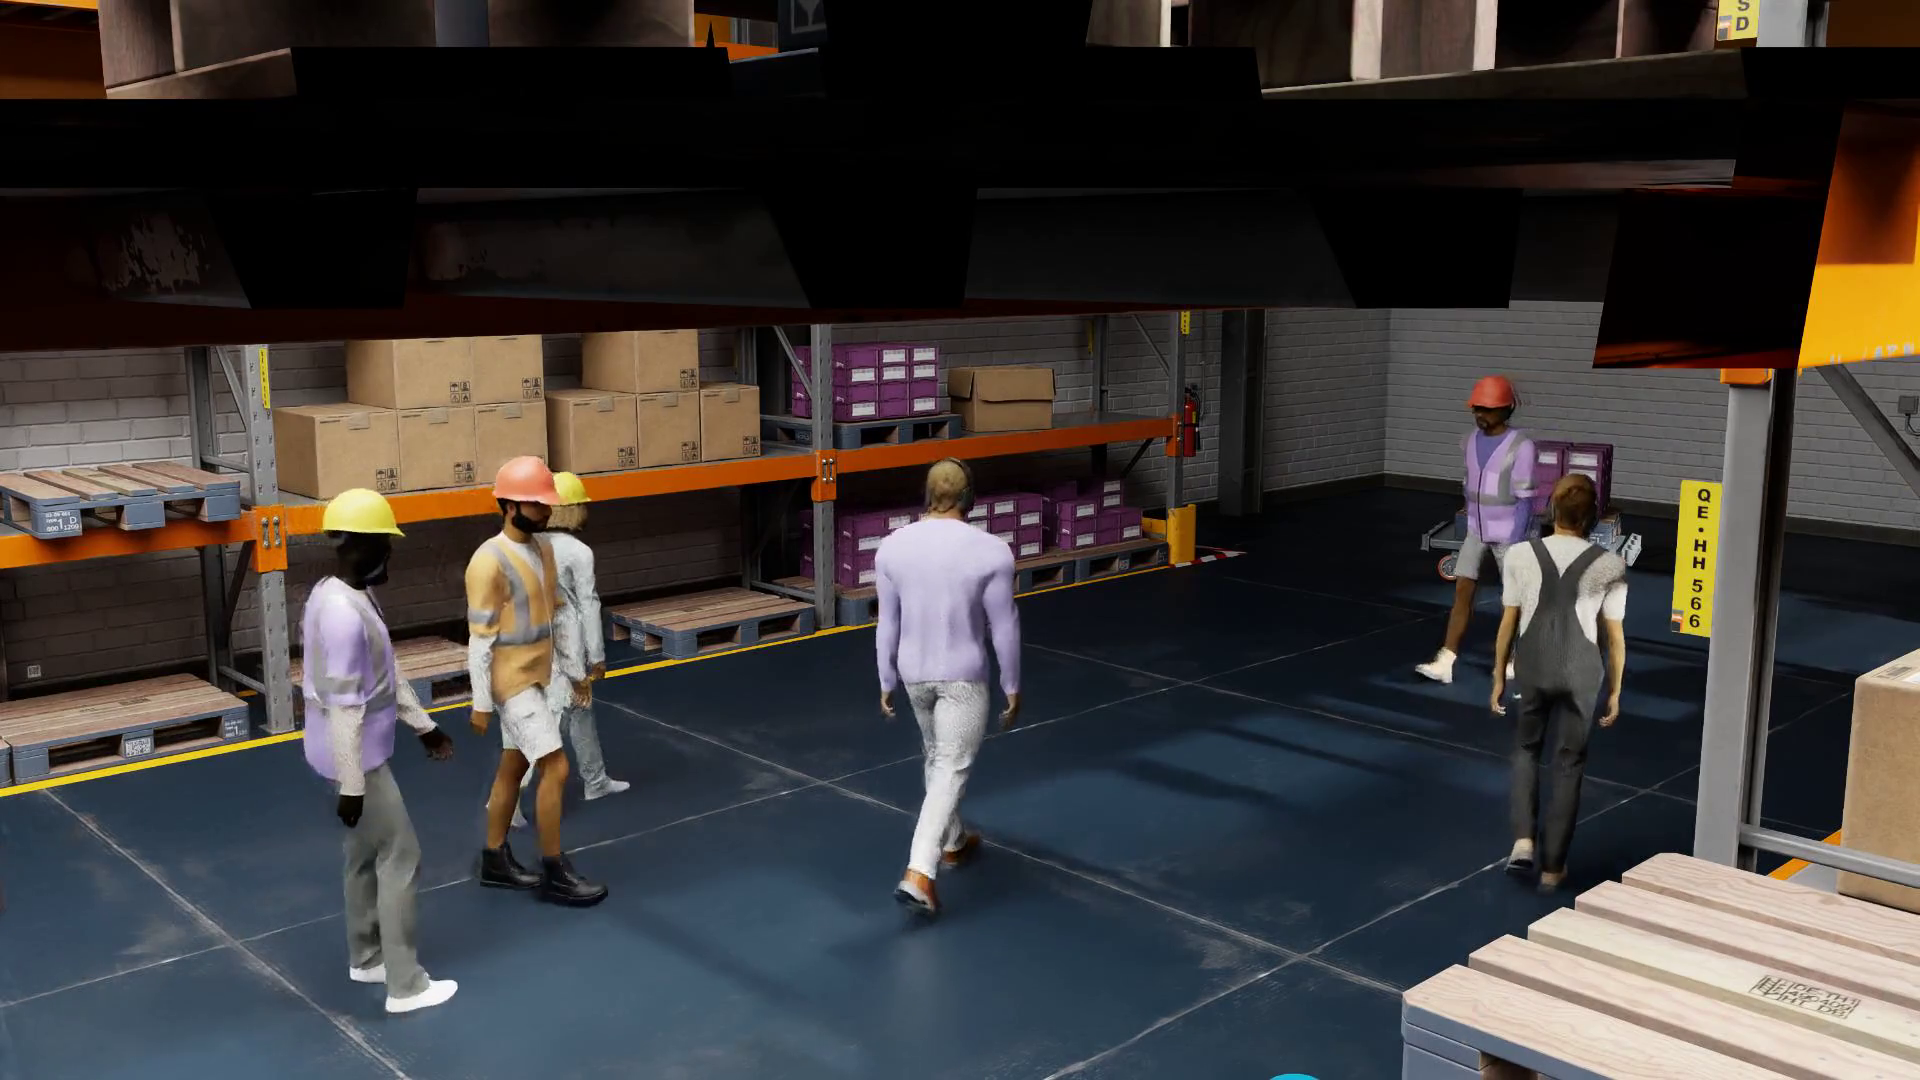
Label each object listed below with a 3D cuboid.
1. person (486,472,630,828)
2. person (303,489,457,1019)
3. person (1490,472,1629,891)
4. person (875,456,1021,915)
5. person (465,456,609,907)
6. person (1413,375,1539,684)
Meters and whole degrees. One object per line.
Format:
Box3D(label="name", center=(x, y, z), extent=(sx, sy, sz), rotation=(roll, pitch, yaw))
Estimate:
Box3D(label="person", center=(-1.988, 0.521, 8.086), extent=(0.490, 1.706, 0.858), rotation=(8, 13, 40))
Box3D(label="person", center=(-2.107, 0.765, 6.069), extent=(0.531, 1.907, 0.588), rotation=(-4, 11, -24))
Box3D(label="person", center=(2.585, 0.611, 7.188), extent=(0.539, 1.823, 0.410), rotation=(5, 11, 26))
Box3D(label="person", center=(-0.085, 0.597, 7.084), extent=(0.645, 1.905, 0.986), rotation=(4, 11, 23))
Box3D(label="person", center=(-1.756, 0.597, 7.049), extent=(0.775, 1.907, 0.545), rotation=(1, 10, 7))
Box3D(label="person", center=(3.343, -0.045, 10.551), extent=(1.025, 1.985, 0.616), rotation=(-6, 11, -31))
